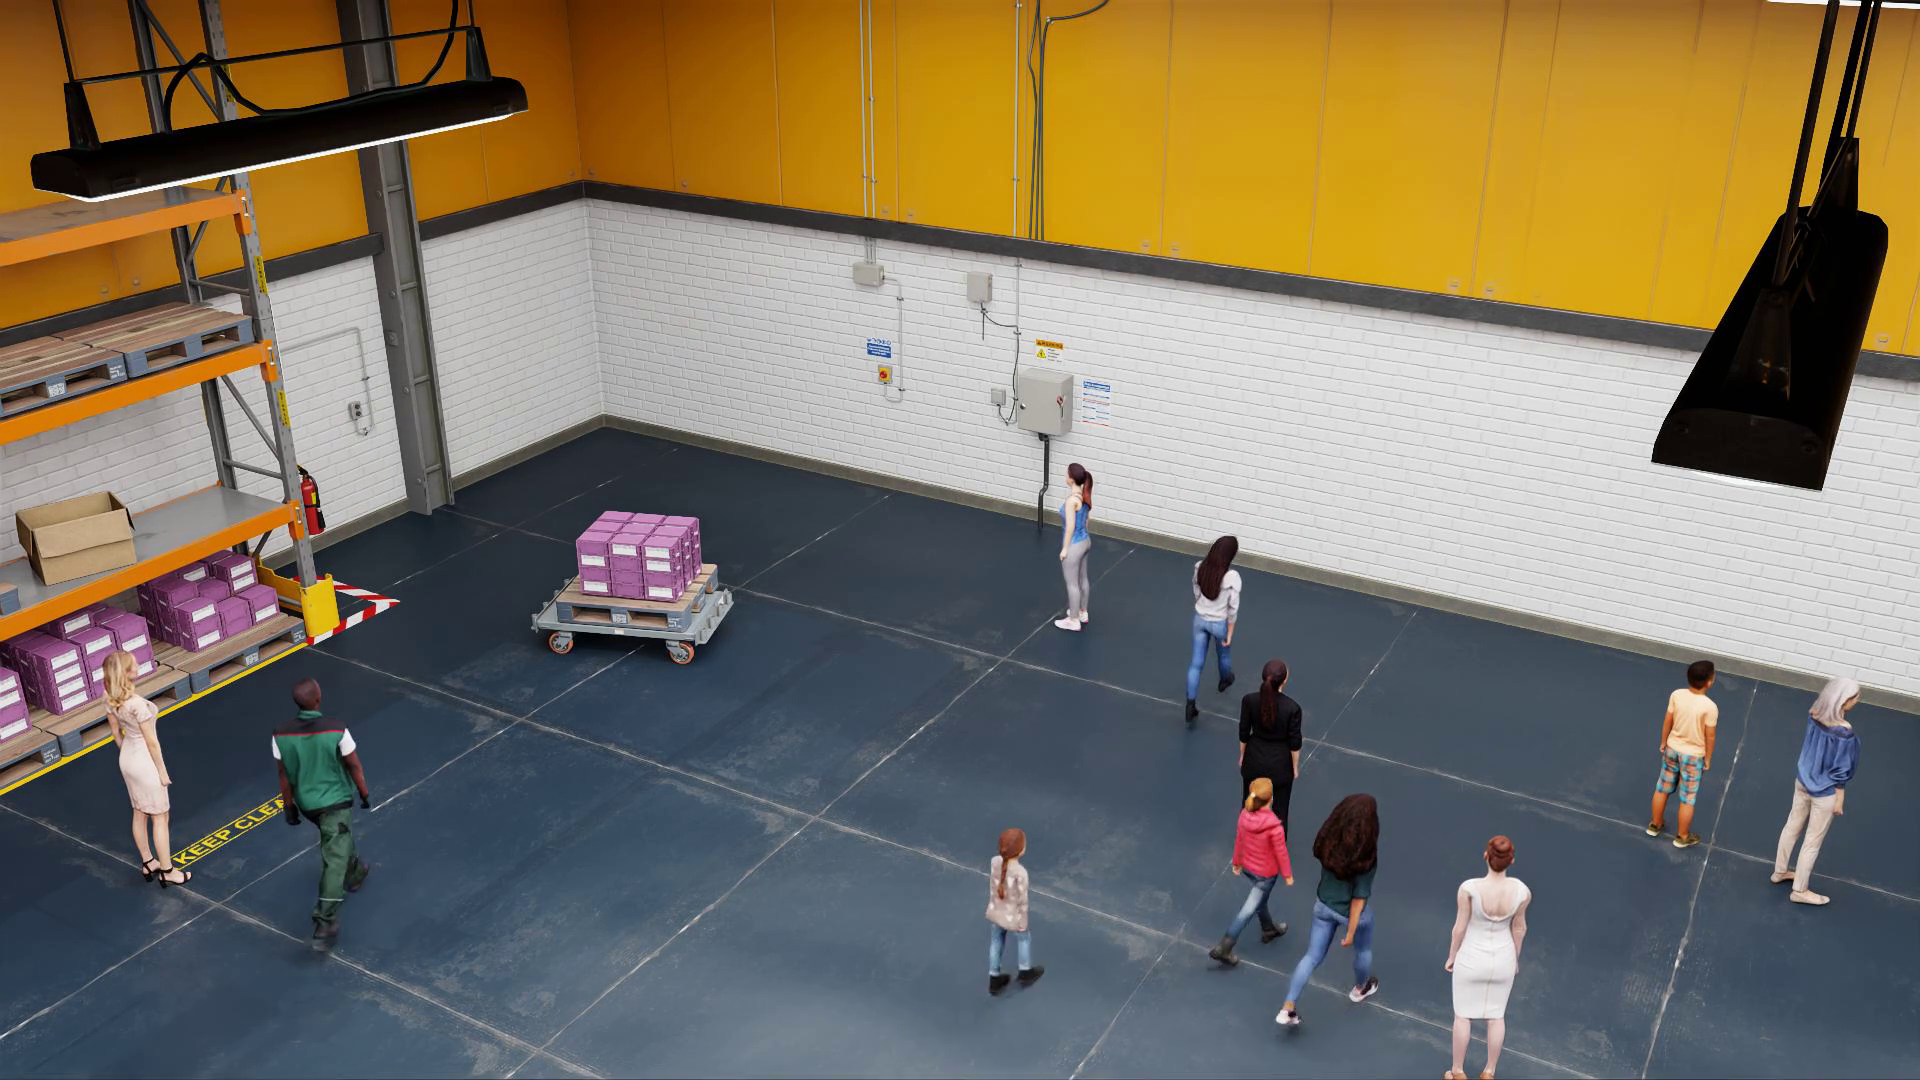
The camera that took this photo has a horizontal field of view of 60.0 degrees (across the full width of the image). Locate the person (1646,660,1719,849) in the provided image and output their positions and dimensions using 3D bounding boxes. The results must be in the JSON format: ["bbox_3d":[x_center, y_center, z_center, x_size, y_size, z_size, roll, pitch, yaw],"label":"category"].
[{"bbox_3d":[5.291,1.541,12.131,0.572,1.461,0.582,-20,30,-37],"label":"person"}]

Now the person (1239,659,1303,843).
[{"bbox_3d":[2.173,1.598,11.750,0.605,1.662,0.560,11,26,24],"label":"person"}]

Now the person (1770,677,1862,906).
[{"bbox_3d":[5.913,1.701,11.462,0.768,1.704,0.685,-3,24,-6],"label":"person"}]

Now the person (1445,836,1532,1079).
[{"bbox_3d":[3.026,2.460,9.614,0.645,1.793,0.632,2,24,4],"label":"person"}]

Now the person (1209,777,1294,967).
[{"bbox_3d":[1.894,2.194,10.863,0.999,1.281,0.817,-12,26,-26],"label":"person"}]

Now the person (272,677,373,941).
[{"bbox_3d":[-4.245,1.811,11.096,1.086,1.795,1.331,1,24,1],"label":"person"}]

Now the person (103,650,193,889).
[{"bbox_3d":[-5.693,1.589,11.560,0.571,1.830,0.479,13,27,27],"label":"person"}]

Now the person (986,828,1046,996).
[{"bbox_3d":[0.268,2.381,10.557,0.546,1.182,0.656,19,30,37],"label":"person"}]

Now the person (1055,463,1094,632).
[{"bbox_3d":[1.066,0.052,15.354,0.621,1.609,0.460,14,27,28],"label":"person"}]

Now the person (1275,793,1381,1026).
[{"bbox_3d":[2.282,2.310,10.226,1.170,1.577,0.811,-20,31,-38],"label":"person"}]

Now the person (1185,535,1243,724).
[{"bbox_3d":[2.049,0.761,13.773,0.598,1.574,1.067,13,27,27],"label":"person"}]
